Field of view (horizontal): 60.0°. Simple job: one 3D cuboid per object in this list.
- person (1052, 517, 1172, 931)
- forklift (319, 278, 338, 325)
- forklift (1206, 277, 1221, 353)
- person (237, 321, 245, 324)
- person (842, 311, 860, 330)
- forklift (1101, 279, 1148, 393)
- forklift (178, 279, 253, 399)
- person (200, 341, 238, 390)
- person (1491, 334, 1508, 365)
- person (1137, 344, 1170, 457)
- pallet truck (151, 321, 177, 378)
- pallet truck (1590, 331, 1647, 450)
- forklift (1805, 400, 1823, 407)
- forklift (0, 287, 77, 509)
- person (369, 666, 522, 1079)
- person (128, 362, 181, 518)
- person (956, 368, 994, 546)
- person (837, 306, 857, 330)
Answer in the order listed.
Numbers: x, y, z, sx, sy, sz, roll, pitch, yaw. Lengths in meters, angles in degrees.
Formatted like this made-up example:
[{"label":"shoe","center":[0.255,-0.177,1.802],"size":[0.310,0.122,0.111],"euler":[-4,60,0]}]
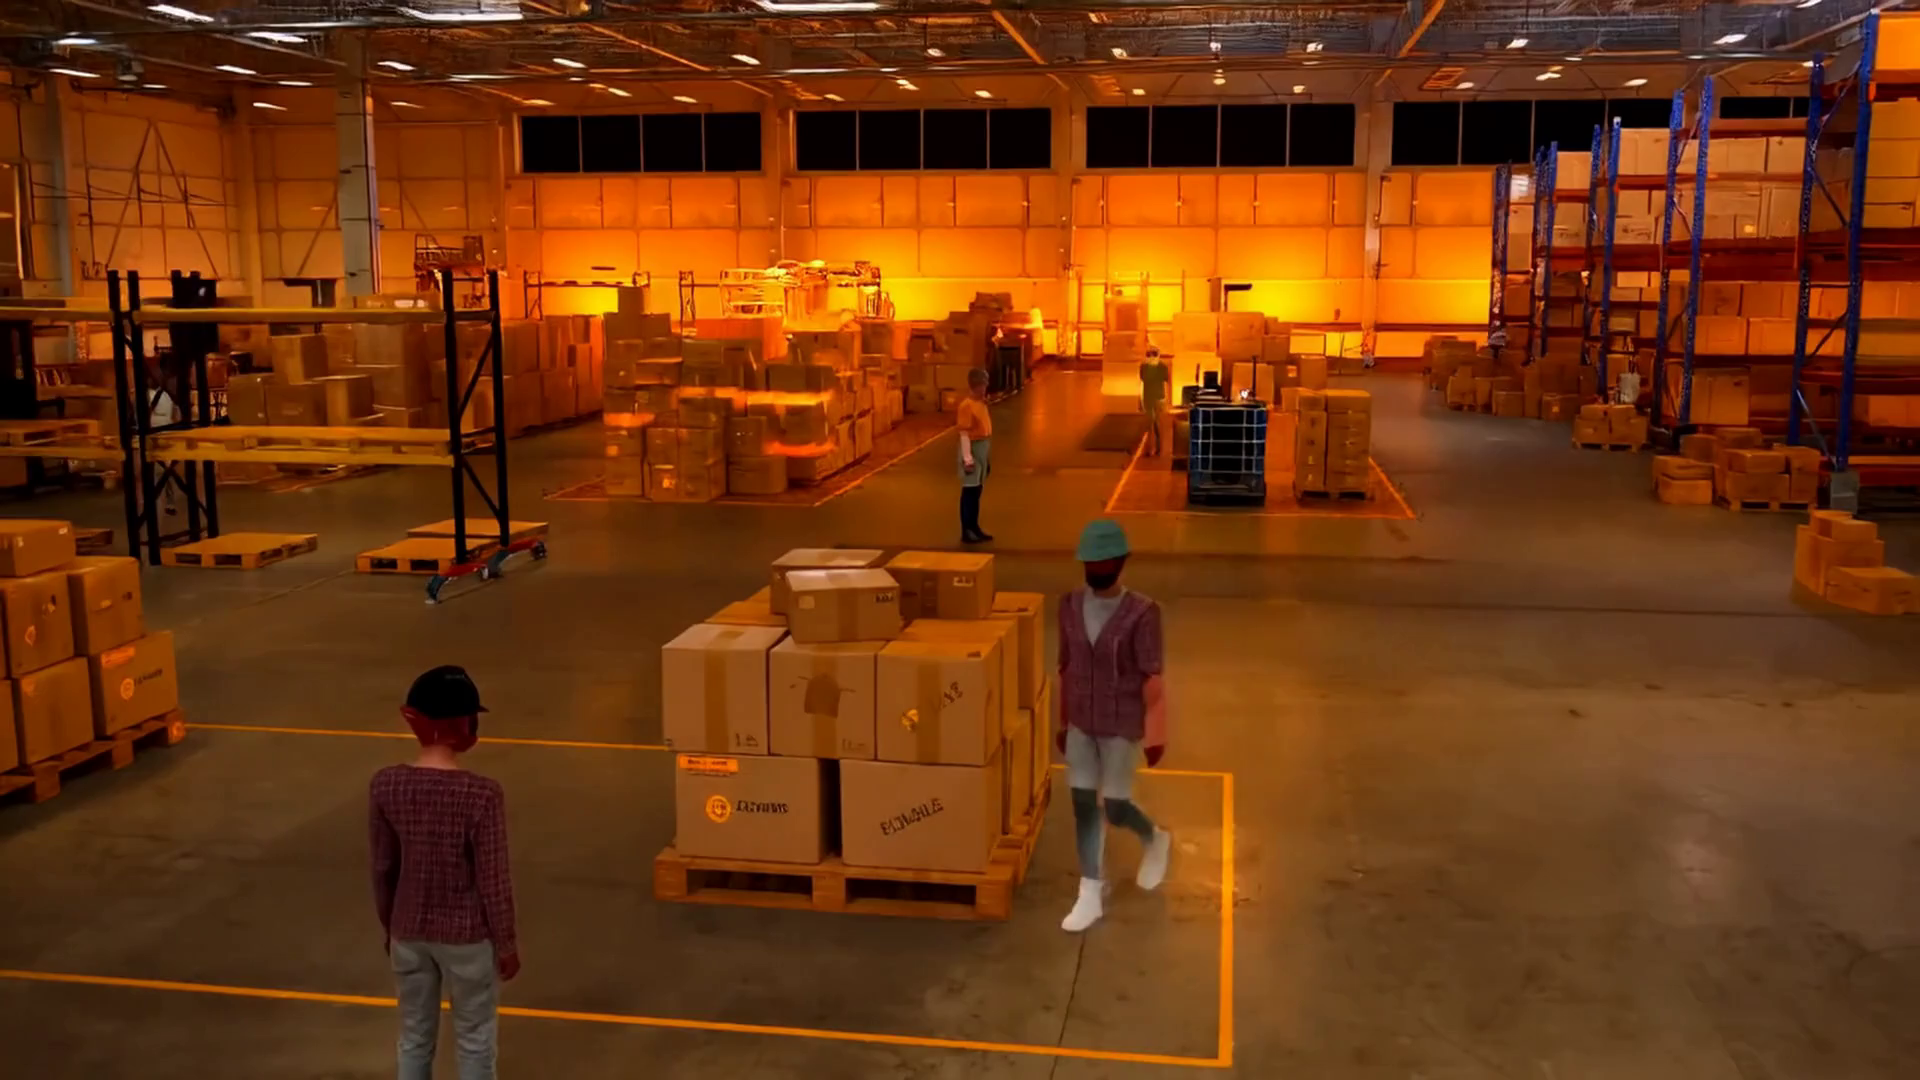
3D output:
[{"label":"person","center":[0.713,0.829,7.759],"size":[0.550,1.921,0.622],"euler":[7,12,38]},{"label":"forklift","center":[-16.429,-5.429,43.396],"size":[1.873,2.768,1.129],"euler":[-3,10,-17]},{"label":"forklift","center":[7.394,-6.245,48.431],"size":[1.873,2.768,1.129],"euler":[1,9,9]},{"label":"person","center":[-19.953,-5.259,46.194],"size":[0.513,1.635,0.311],"euler":[4,10,25]},{"label":"person","center":[-2.969,-5.231,45.123],"size":[0.542,1.928,0.399],"euler":[-6,11,-34]},{"label":"forklift","center":[4.140,-5.107,41.412],"size":[1.129,2.768,1.873],"euler":[1,9,8]},{"label":"forklift","center":[-17.615,-4.669,38.708],"size":[1.873,2.768,1.129],"euler":[1,9,9]},{"label":"person","center":[-12.425,-2.407,27.893],"size":[0.632,1.856,0.580],"euler":[-6,11,-33]},{"label":"person","center":[12.234,-3.850,37.574],"size":[0.826,1.598,0.527],"euler":[-5,10,-28]},{"label":"person","center":[3.133,-2.256,26.999],"size":[0.536,1.846,0.475],"euler":[3,10,19]},{"label":"pallet truck","center":[-21.869,-5.598,47.154],"size":[0.823,1.965,1.885],"euler":[4,10,26]},{"label":"pallet truck","center":[11.253,-2.573,28.499],"size":[0.823,1.965,1.885],"euler":[5,10,27]},{"label":"forklift","center":[19.694,-4.359,36.801],"size":[1.873,2.768,1.129],"euler":[1,9,9]},{"label":"forklift","center":[-12.421,-1.802,21.030],"size":[1.129,2.768,1.873],"euler":[1,9,9]},{"label":"person","center":[-1.668,1.283,5.439],"size":[0.525,1.765,0.329],"euler":[3,10,20]},{"label":"person","center":[-9.889,-1.228,20.447],"size":[0.590,1.919,0.394],"euler":[-2,10,-15]},{"label":"person","center":[0.172,-0.921,18.411],"size":[0.367,1.965,0.604],"euler":[4,10,21]},{"label":"person","center":[-3.482,-6.251,51.366],"size":[0.635,1.936,0.355],"euler":[-3,10,-18]}]
